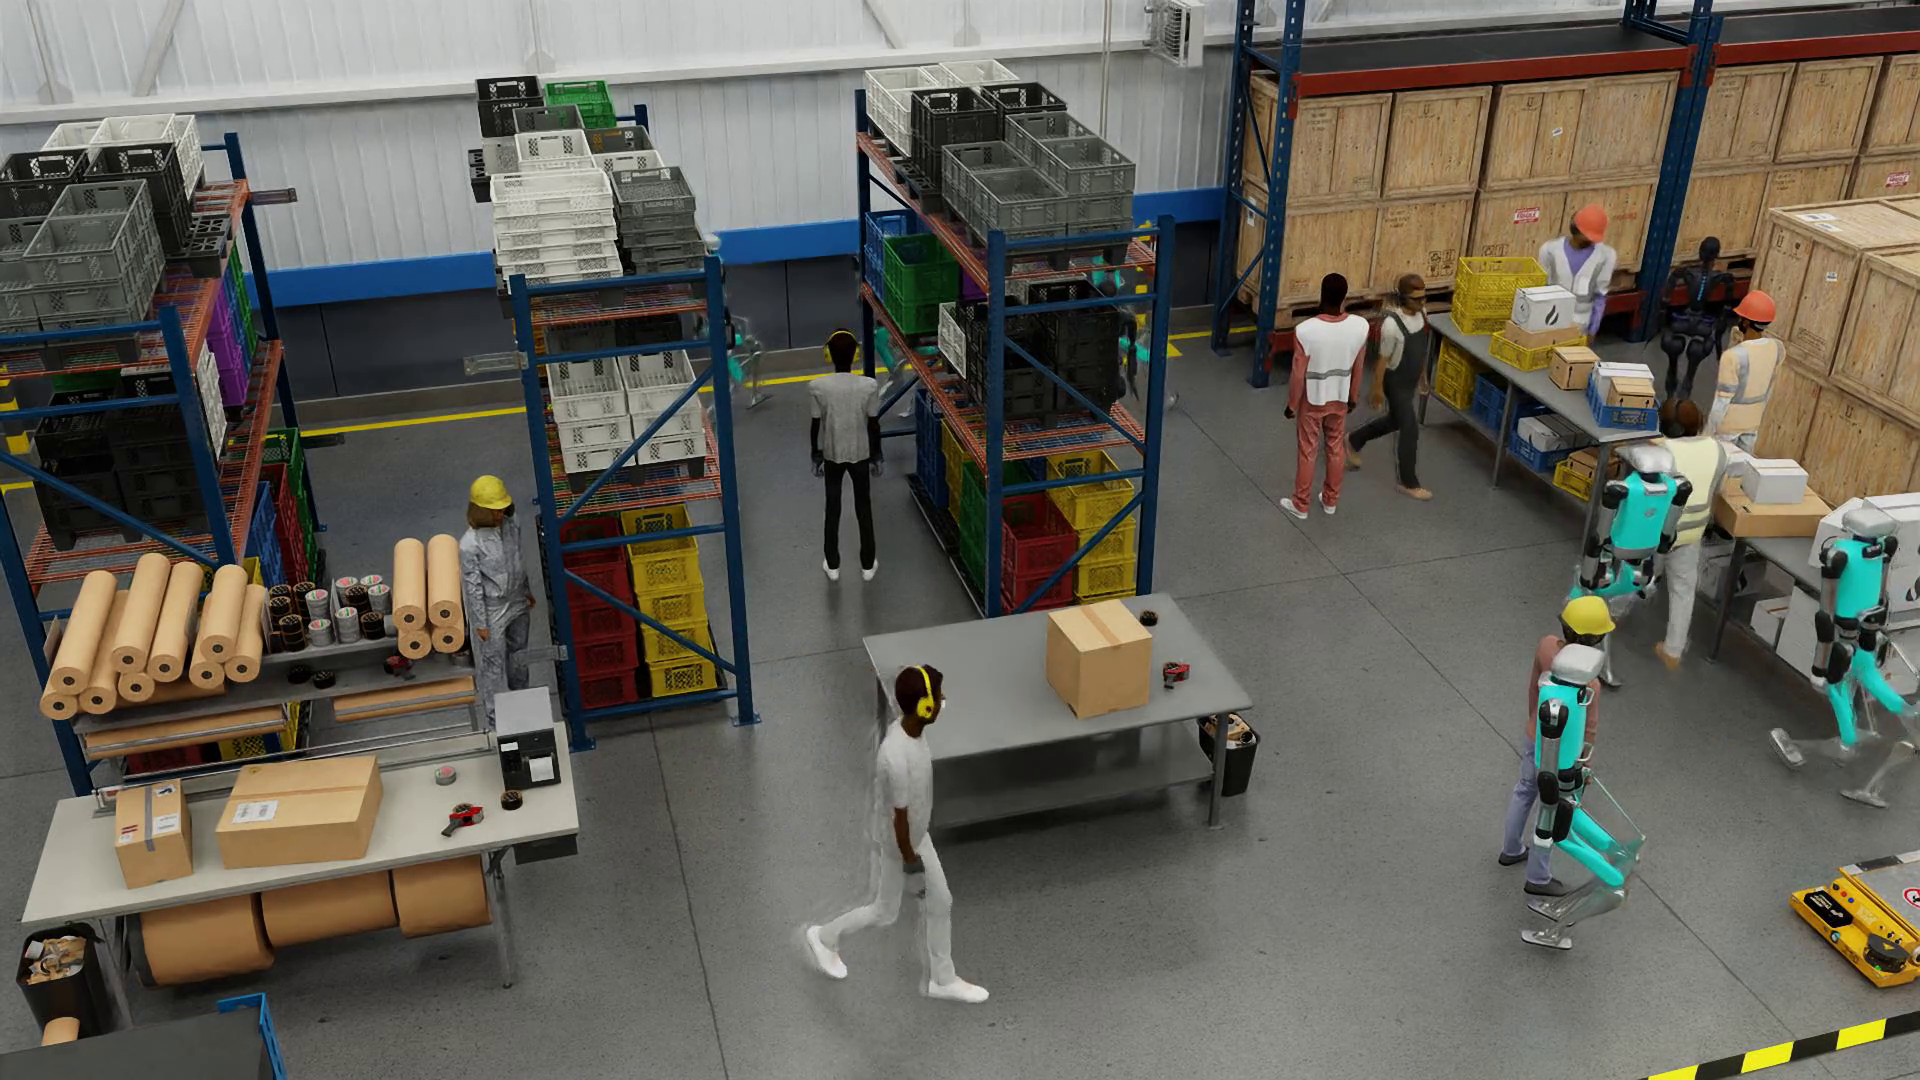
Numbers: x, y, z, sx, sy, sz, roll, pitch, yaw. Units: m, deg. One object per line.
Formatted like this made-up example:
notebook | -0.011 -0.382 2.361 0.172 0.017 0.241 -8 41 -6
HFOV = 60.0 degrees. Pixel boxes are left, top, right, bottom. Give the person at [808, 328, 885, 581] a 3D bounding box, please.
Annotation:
person | -0.781 -0.577 11.561 0.508 1.860 0.320 -1 29 -2

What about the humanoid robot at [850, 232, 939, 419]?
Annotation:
humanoid robot | -0.534 -1.732 13.779 0.981 1.739 0.547 -24 37 -36

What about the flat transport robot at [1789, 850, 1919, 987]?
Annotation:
flat transport robot | 5.163 1.916 8.676 1.431 0.231 0.659 -8 30 -14

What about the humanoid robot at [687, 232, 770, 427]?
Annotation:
humanoid robot | -1.876 -1.765 13.911 1.037 1.777 0.543 -22 36 -34

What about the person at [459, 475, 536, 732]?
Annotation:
person | -2.708 0.396 9.907 0.320 1.742 0.492 13 32 23

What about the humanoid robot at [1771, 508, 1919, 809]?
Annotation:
humanoid robot | 5.126 0.747 9.286 0.549 1.723 1.005 -14 32 -24

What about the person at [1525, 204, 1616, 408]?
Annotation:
person | 5.012 -1.873 13.786 0.608 1.995 0.801 8 30 14

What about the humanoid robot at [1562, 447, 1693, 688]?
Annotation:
humanoid robot | 4.039 0.123 10.342 0.530 1.724 0.721 -3 29 -6

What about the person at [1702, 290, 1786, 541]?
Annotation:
person | 5.569 -0.865 12.002 0.542 1.939 0.365 -12 31 -21

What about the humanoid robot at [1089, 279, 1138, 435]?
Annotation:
humanoid robot | 1.087 -1.292 13.085 0.586 1.645 0.715 -7 30 -13

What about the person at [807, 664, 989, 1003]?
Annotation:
person | -0.310 1.420 7.967 0.877 1.815 0.553 9 30 16

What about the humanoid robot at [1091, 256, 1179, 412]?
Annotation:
humanoid robot | 1.527 -1.856 14.039 0.944 1.794 0.562 -4 29 -7

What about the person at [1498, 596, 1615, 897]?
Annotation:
person | 3.125 1.062 8.674 0.309 1.768 0.524 -7 30 -12

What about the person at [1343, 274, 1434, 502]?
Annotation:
person | 3.331 -1.219 12.787 0.849 1.808 0.534 23 36 36

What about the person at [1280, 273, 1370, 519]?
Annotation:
person | 2.702 -1.058 12.374 0.592 1.919 0.392 -8 30 -14

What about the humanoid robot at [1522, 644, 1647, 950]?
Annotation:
humanoid robot | 3.100 1.308 8.123 0.735 1.672 0.533 15 32 25

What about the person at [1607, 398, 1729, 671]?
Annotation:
person | 4.527 -0.111 10.777 0.672 1.784 0.931 -4 29 -7

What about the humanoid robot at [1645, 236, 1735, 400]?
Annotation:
humanoid robot | 6.061 -1.711 13.847 0.601 1.626 0.719 9 30 16
